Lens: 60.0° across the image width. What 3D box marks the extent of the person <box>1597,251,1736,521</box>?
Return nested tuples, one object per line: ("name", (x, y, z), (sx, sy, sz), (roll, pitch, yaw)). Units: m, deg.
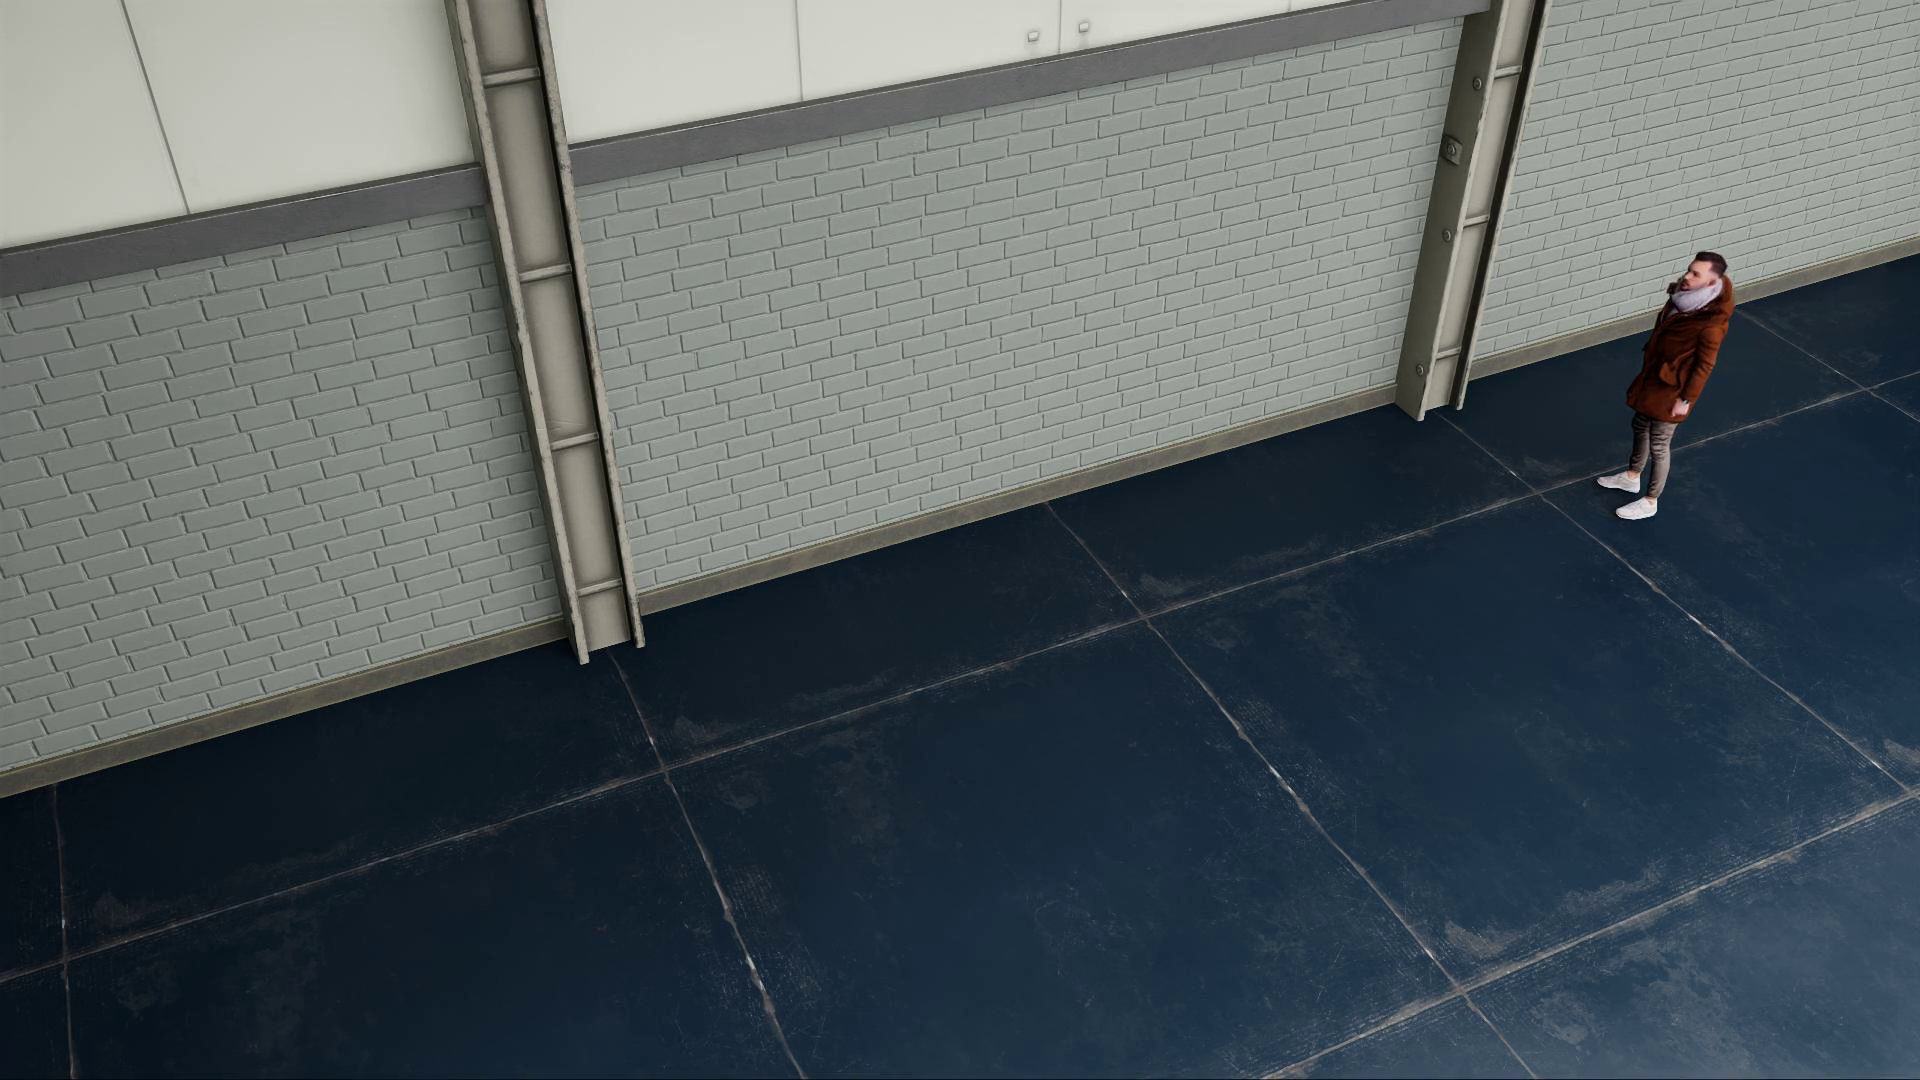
("person", (4.426, -0.975, 10.378), (0.845, 1.839, 0.823), (-2, 38, -2))
